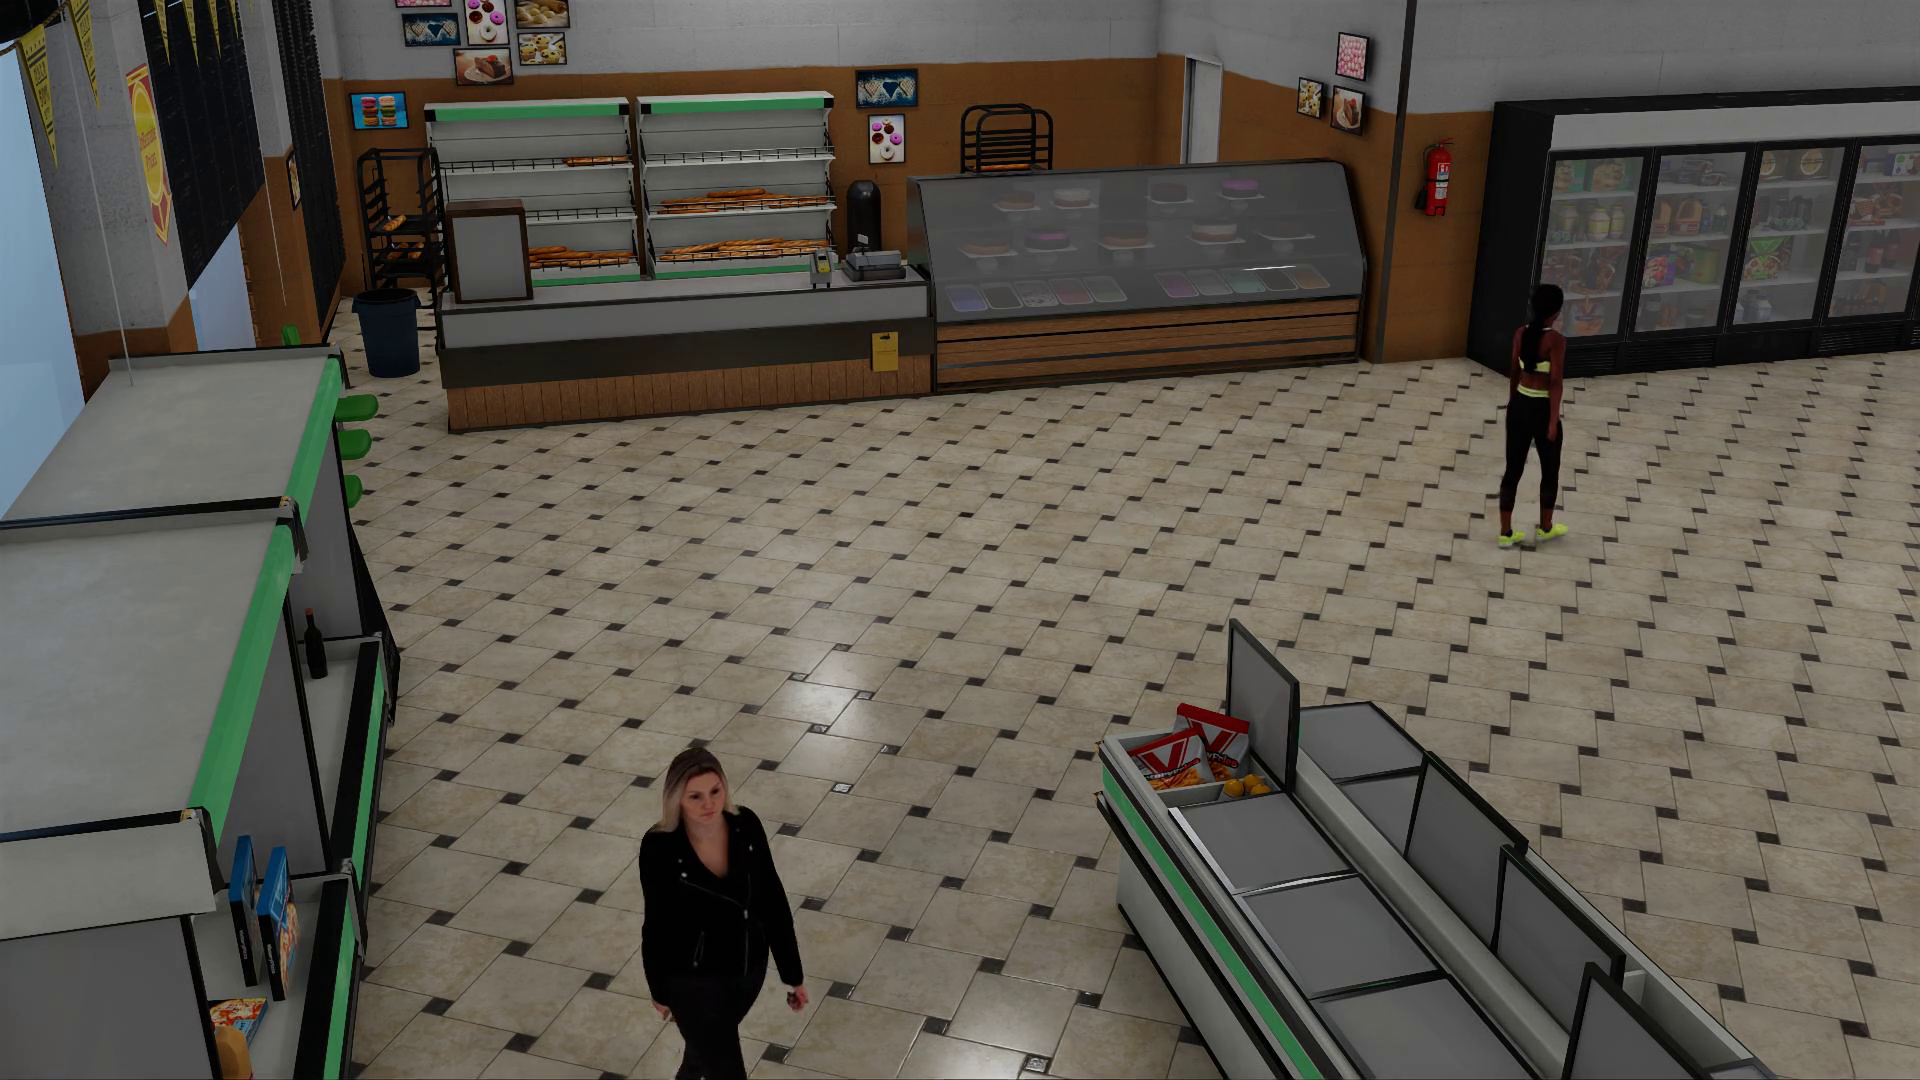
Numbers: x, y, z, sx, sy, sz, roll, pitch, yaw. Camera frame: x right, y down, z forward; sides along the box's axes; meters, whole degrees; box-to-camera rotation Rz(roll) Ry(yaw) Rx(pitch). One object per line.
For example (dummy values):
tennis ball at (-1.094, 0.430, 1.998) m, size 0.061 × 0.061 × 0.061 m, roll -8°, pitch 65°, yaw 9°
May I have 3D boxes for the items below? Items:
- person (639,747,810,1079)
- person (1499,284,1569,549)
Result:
person at (-0.833, 1.403, 5.474) m, size 0.906 × 1.640 × 1.219 m, roll -15°, pitch 26°, yaw -33°
person at (3.642, -0.766, 10.739) m, size 0.814 × 1.741 × 0.811 m, roll -15°, pitch 26°, yaw -33°
